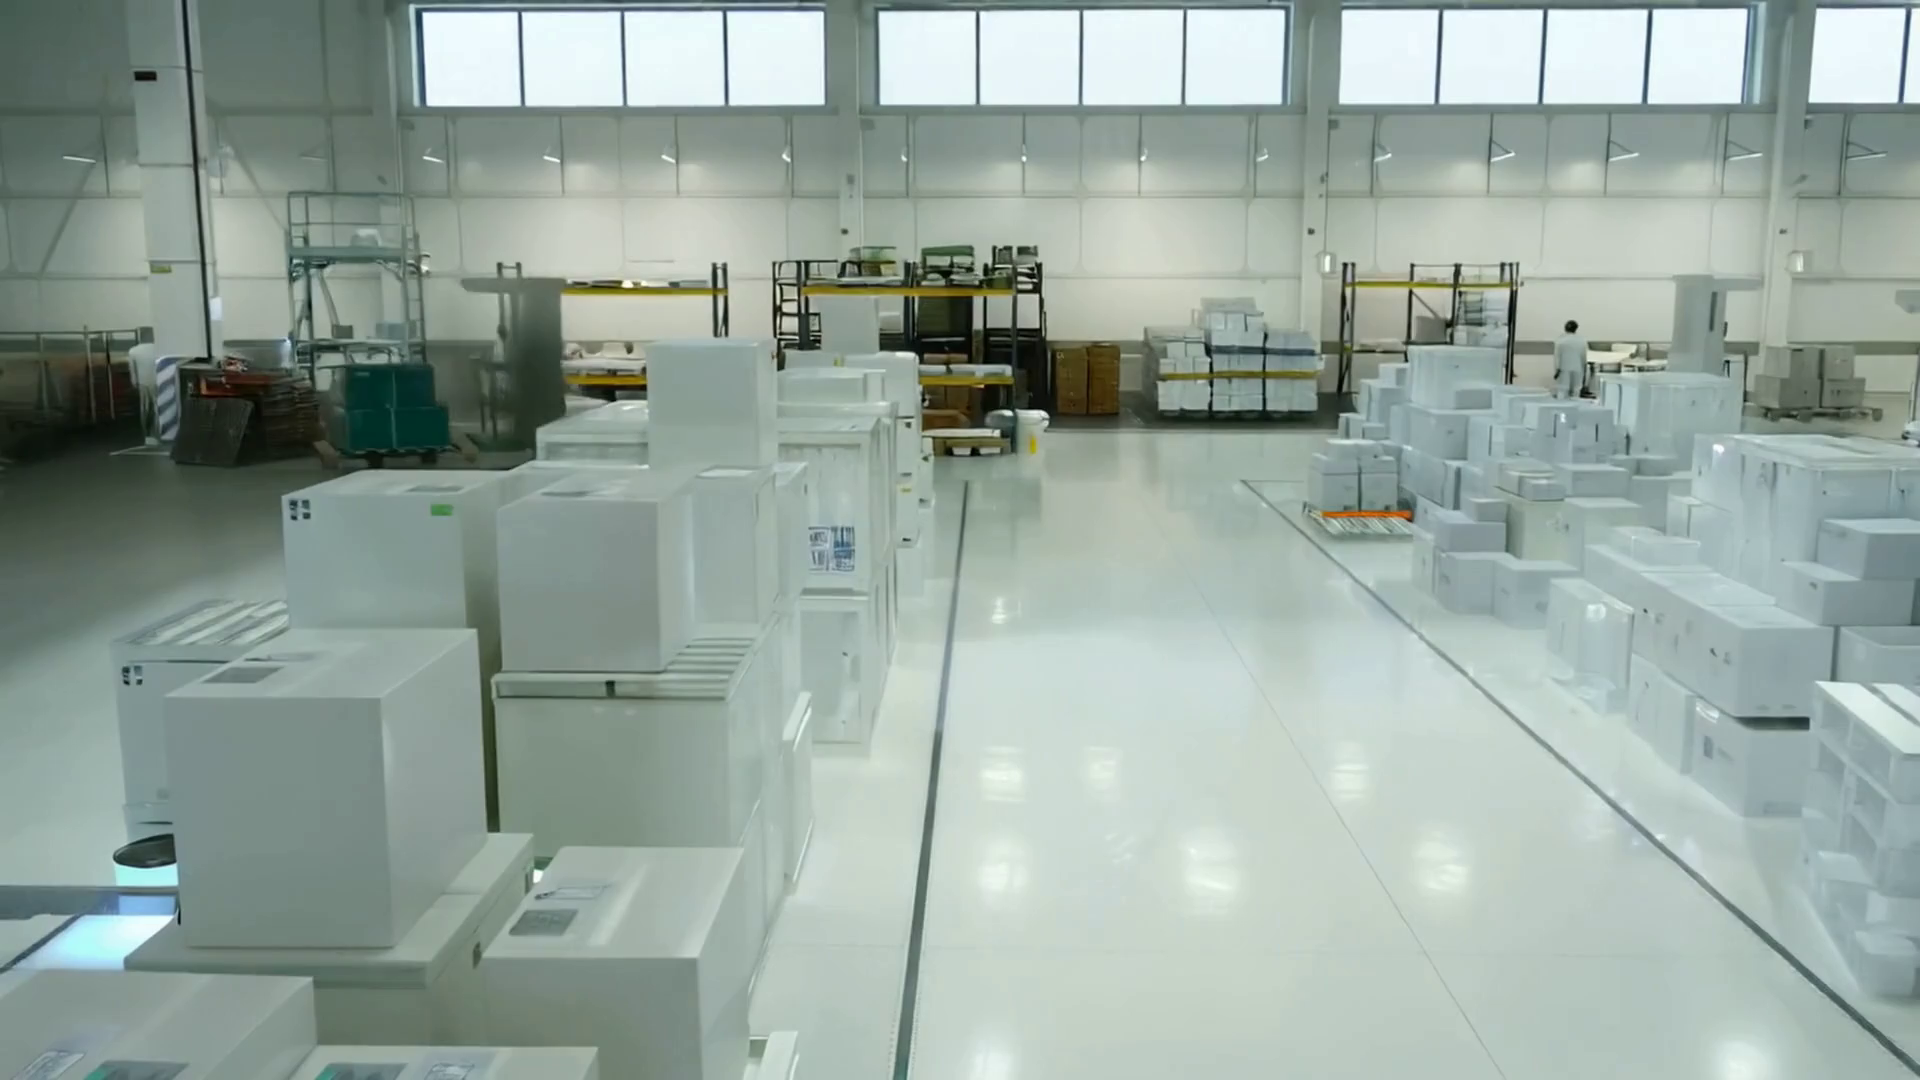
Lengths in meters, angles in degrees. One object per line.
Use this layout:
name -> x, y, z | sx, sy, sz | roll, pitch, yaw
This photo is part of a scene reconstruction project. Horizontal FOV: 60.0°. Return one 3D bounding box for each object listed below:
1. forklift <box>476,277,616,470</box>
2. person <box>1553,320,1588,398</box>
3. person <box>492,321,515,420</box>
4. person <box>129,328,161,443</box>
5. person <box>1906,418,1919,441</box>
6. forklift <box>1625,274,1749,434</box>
forklift -> -5.733, -2.254, 23.136 | 1.873, 2.768, 1.129 | -5, 11, -25
person -> 11.632, -3.218, 31.739 | 0.627, 1.936, 0.372 | 0, 9, 2
person -> -8.766, -3.256, 32.040 | 0.624, 1.915, 0.565 | -4, 10, -22
person -> -13.645, -2.606, 28.062 | 0.627, 1.940, 0.372 | 0, 9, 2
person -> 8.877, -0.481, 15.186 | 0.611, 1.988, 0.391 | 0, 9, 2
forklift -> 12.794, -3.275, 29.253 | 1.873, 2.768, 1.129 | 0, 9, 1
